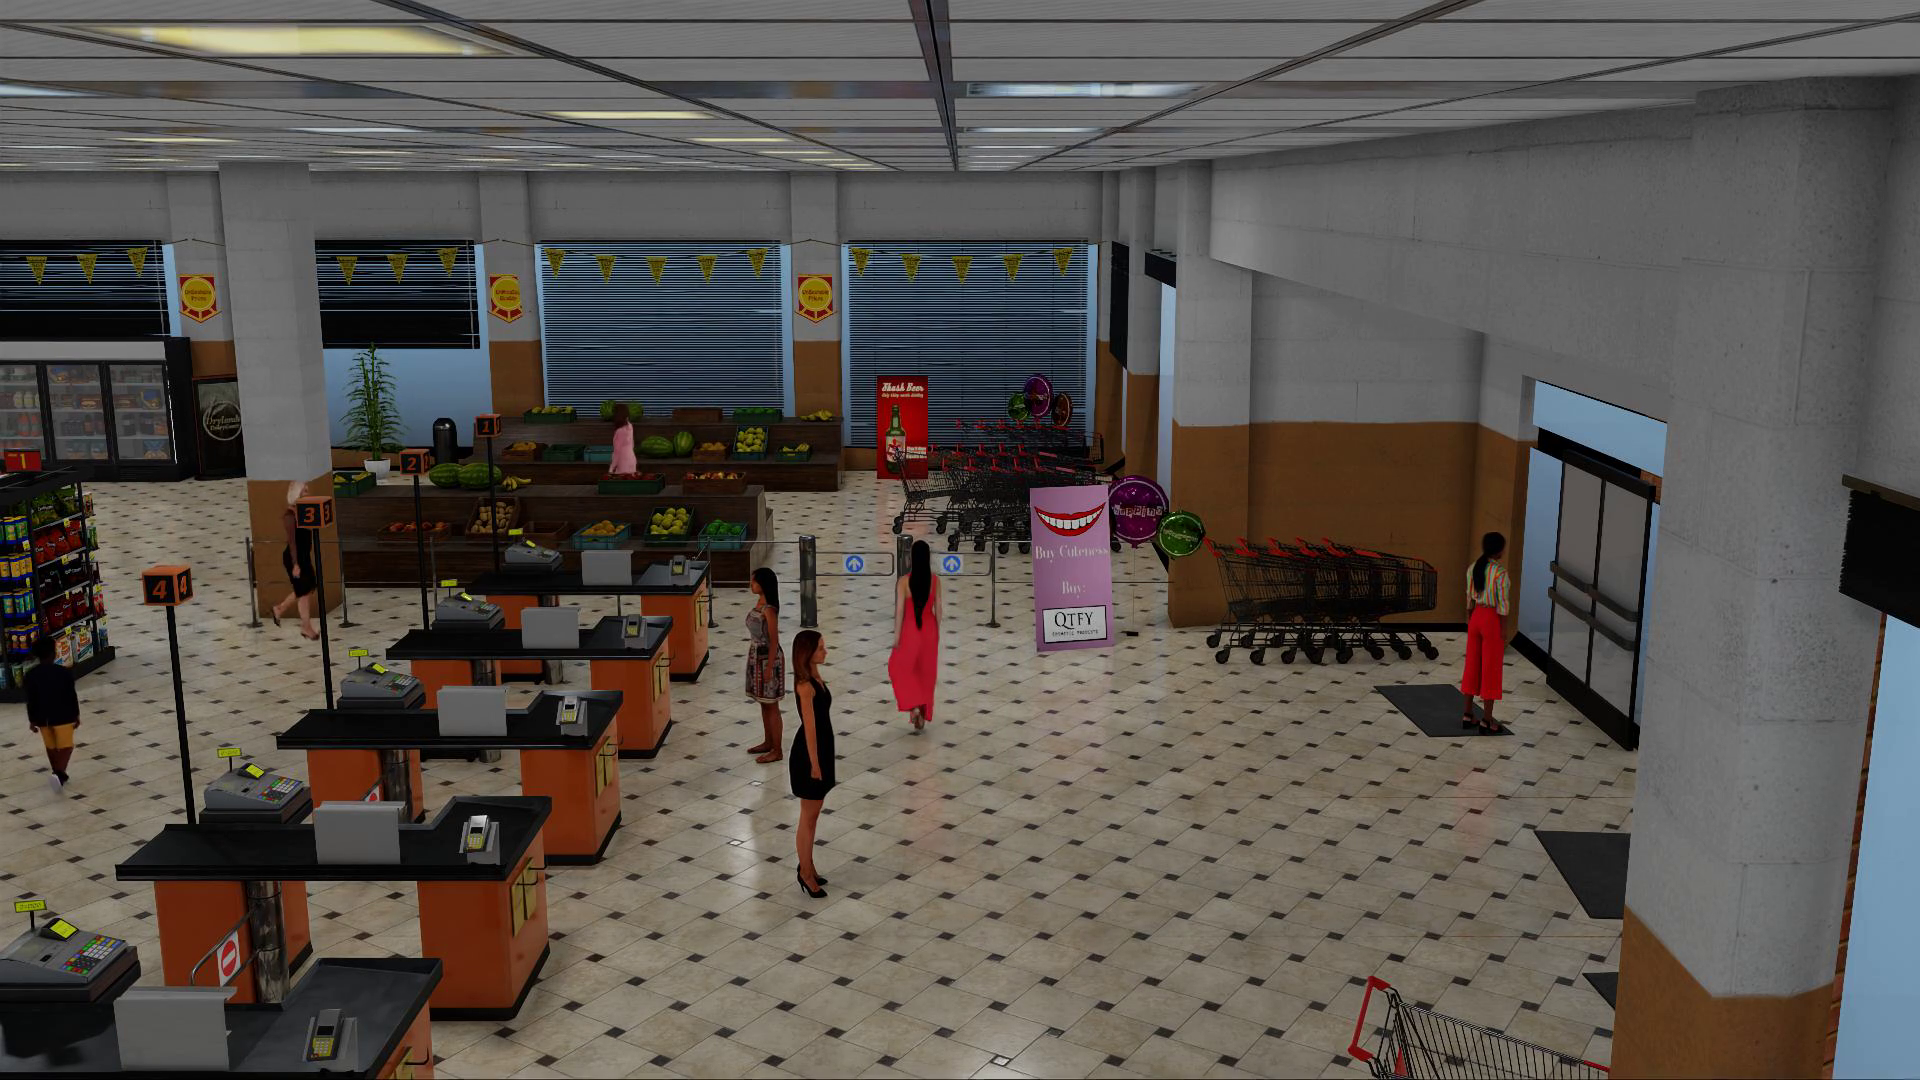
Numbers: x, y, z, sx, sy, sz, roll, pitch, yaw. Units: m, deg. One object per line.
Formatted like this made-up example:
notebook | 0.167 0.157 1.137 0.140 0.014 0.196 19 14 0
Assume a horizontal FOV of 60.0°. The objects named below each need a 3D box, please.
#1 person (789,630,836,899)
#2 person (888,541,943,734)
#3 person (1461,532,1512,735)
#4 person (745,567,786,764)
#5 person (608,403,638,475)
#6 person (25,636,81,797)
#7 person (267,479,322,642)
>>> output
person | -0.996 1.498 11.204 0.506 1.835 0.566 0 12 0
person | -0.336 0.873 14.472 0.711 1.712 0.781 -4 13 -19
person | 4.614 0.809 14.581 0.704 1.793 0.688 -8 14 -32
person | -1.616 1.028 13.900 0.665 1.645 0.717 -5 13 -21
person | -4.585 -1.012 23.255 0.849 1.781 0.609 0 12 0
person | -7.158 1.392 13.108 0.785 1.258 0.701 -3 12 -15
person | -7.040 0.227 17.499 0.813 1.728 0.592 0 12 1
